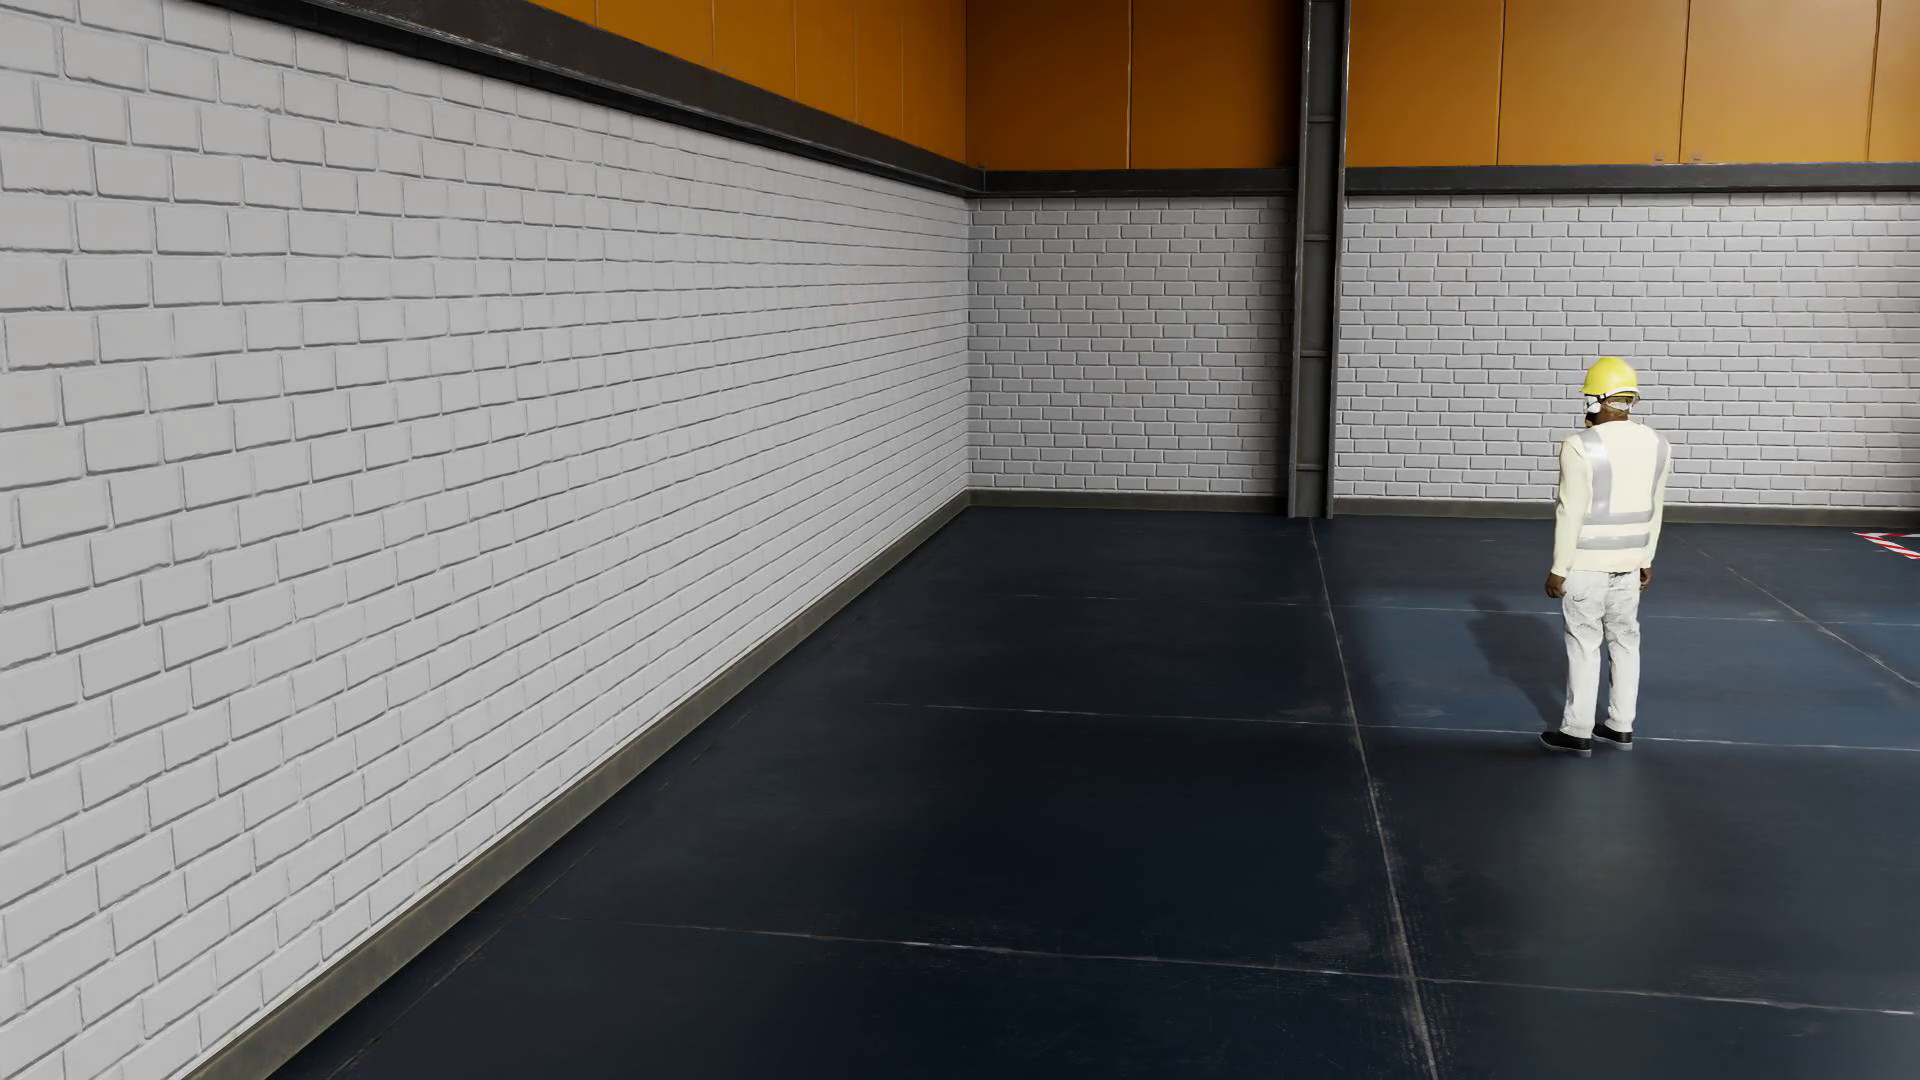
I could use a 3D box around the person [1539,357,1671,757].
[{"bbox_3d":[2.937,0.079,7.634,0.600,1.831,0.404,-4,10,-23],"label":"person"}]
